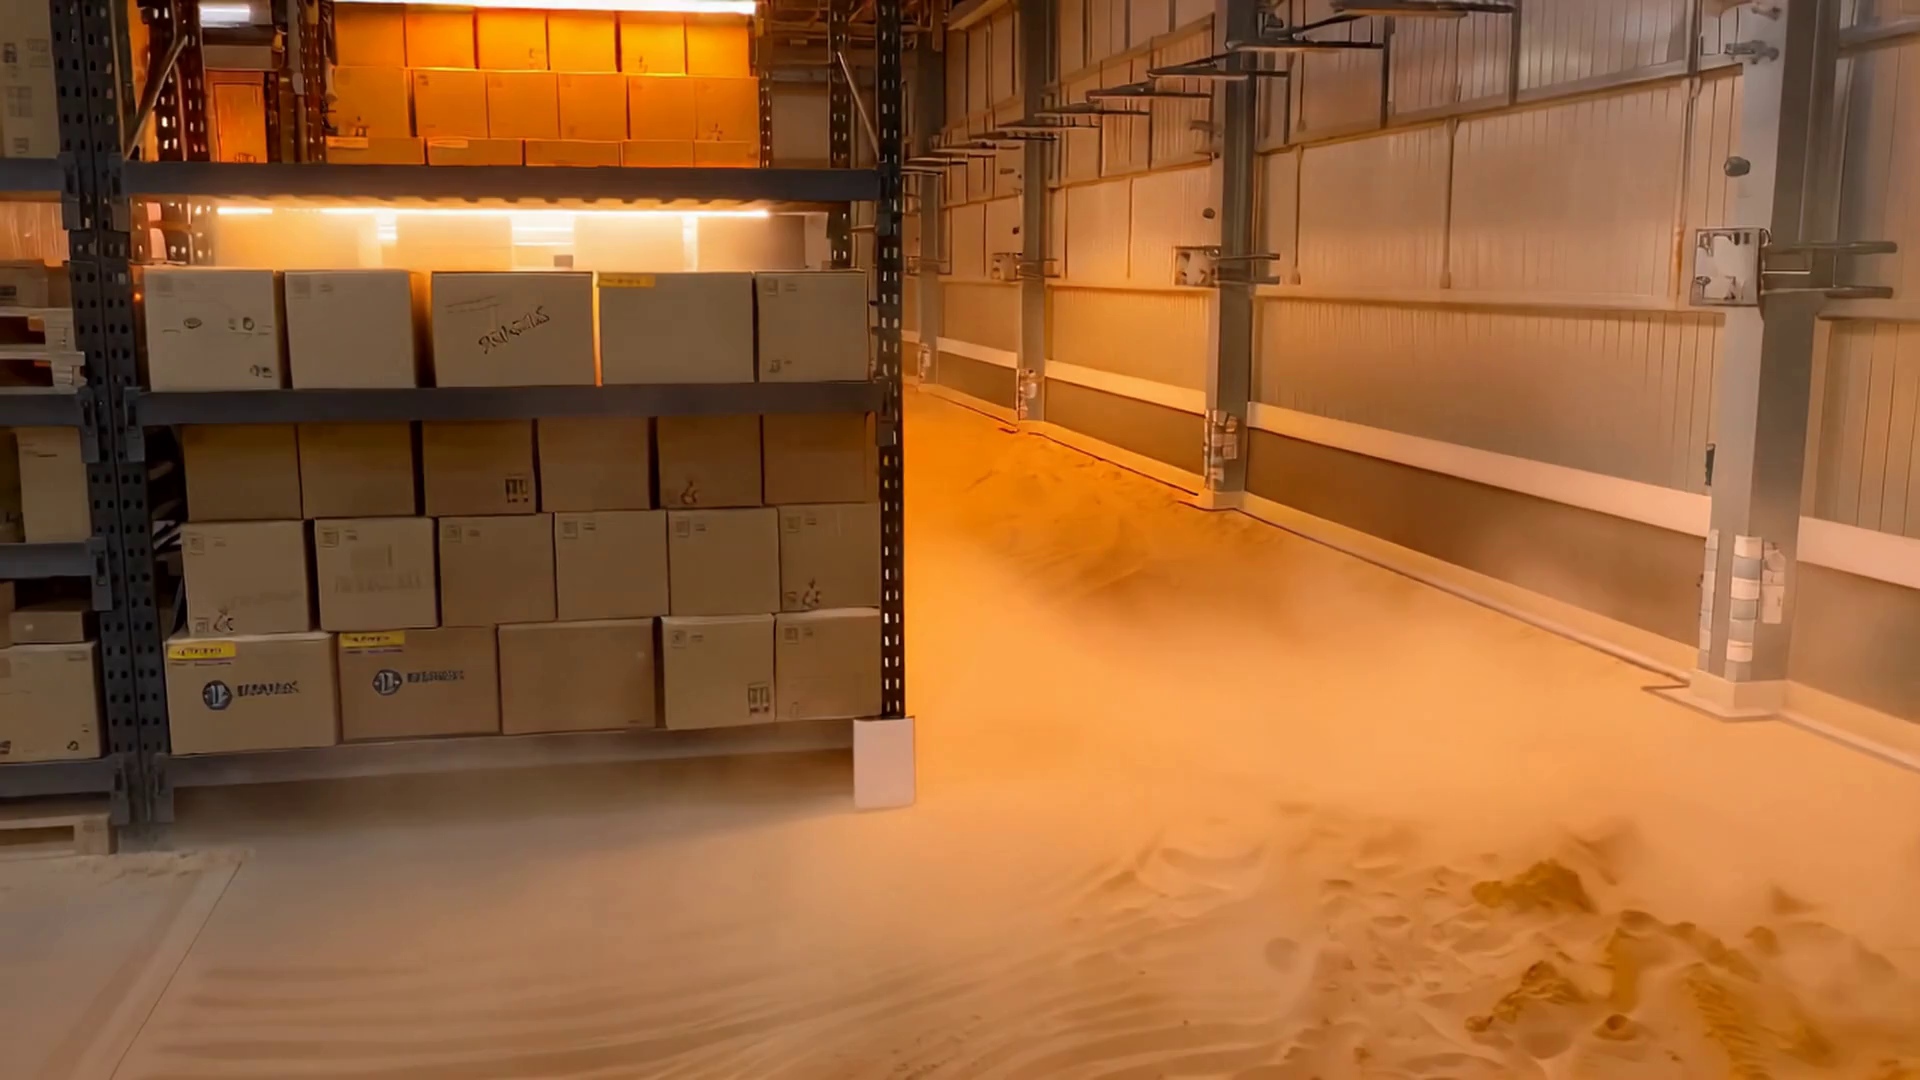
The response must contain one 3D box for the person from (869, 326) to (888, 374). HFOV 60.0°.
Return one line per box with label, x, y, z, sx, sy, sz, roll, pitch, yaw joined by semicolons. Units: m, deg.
person;-1.762;-3.929;37.209;0.568;1.740;0.487;-3;10;-15
